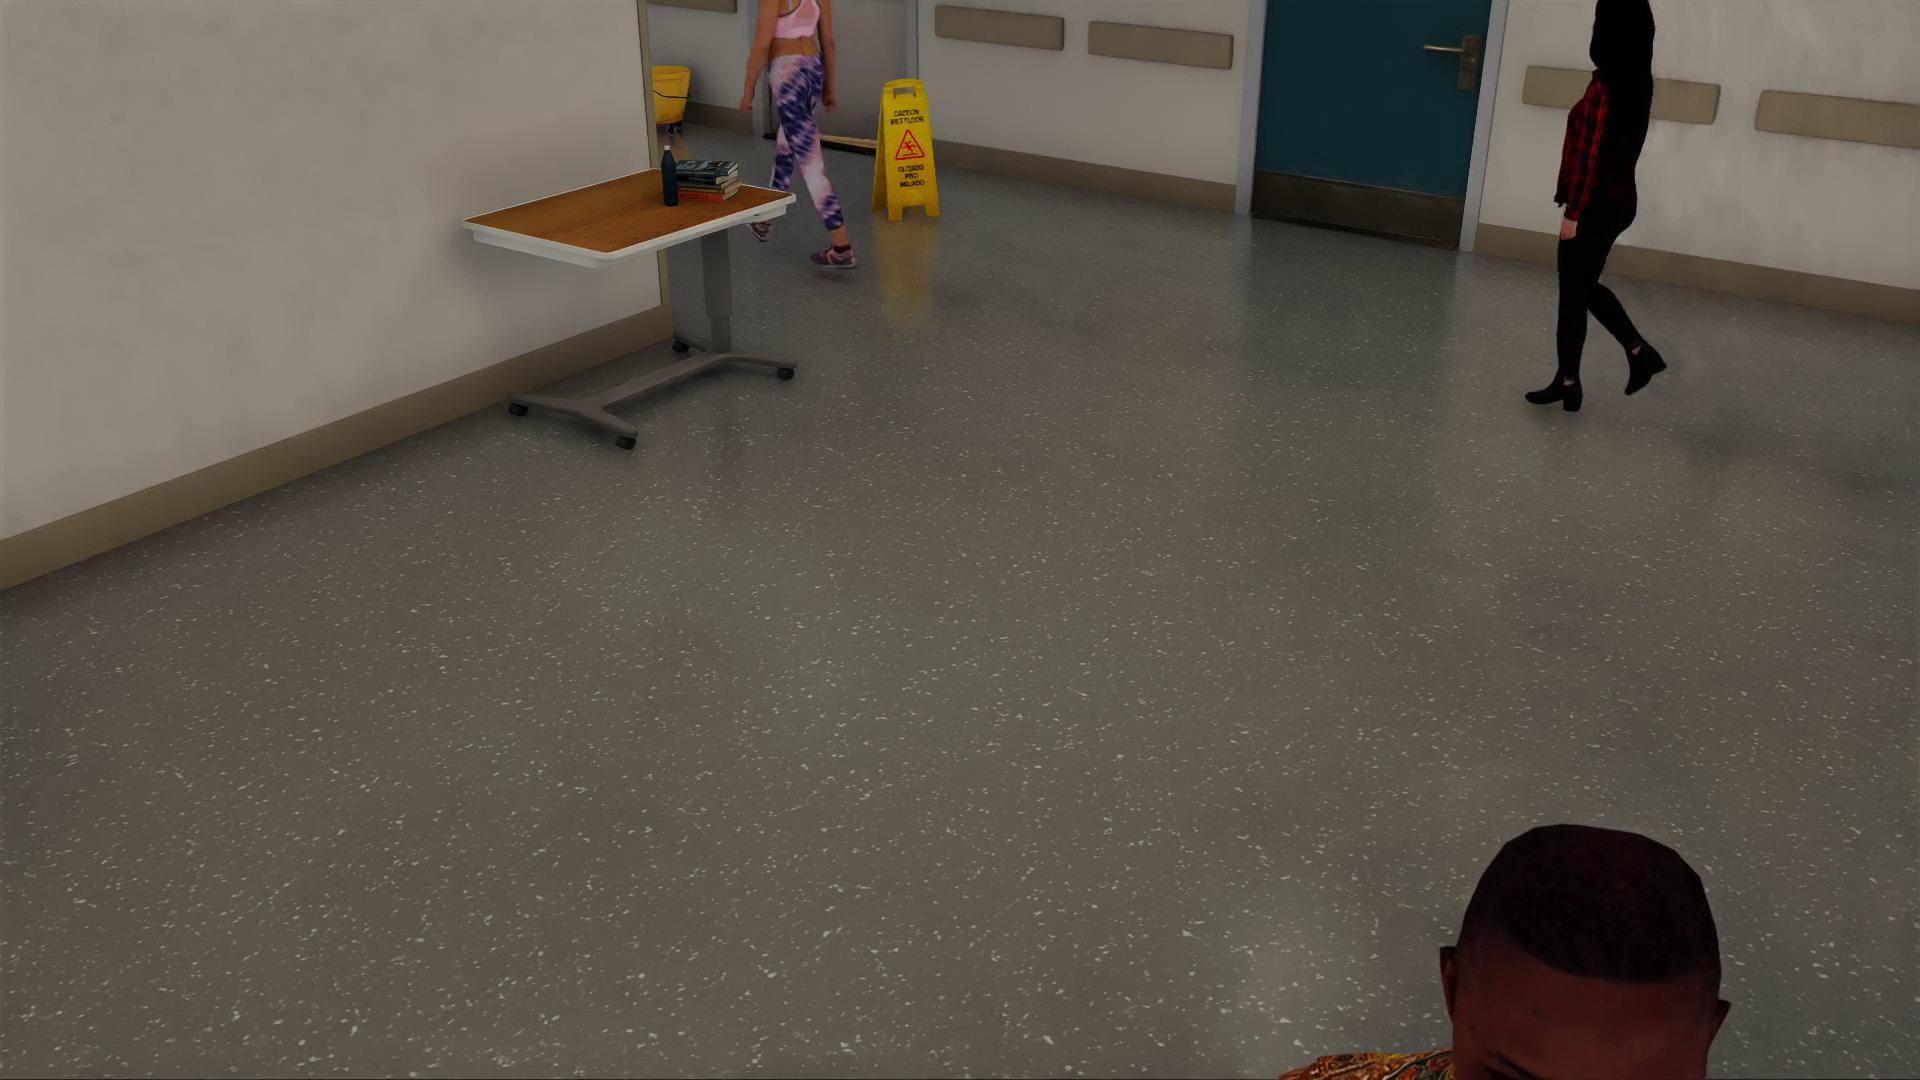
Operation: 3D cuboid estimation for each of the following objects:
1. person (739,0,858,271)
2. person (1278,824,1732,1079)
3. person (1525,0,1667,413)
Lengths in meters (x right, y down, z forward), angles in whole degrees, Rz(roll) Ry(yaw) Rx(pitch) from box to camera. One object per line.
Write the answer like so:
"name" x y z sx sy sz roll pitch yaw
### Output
"person" -0.745 -2.178 8.263 1.166 1.715 0.642 19 32 34
"person" 0.432 1.009 1.502 0.755 1.806 0.868 4 26 9
"person" 2.546 -1.250 6.421 0.735 1.644 0.587 18 31 33
